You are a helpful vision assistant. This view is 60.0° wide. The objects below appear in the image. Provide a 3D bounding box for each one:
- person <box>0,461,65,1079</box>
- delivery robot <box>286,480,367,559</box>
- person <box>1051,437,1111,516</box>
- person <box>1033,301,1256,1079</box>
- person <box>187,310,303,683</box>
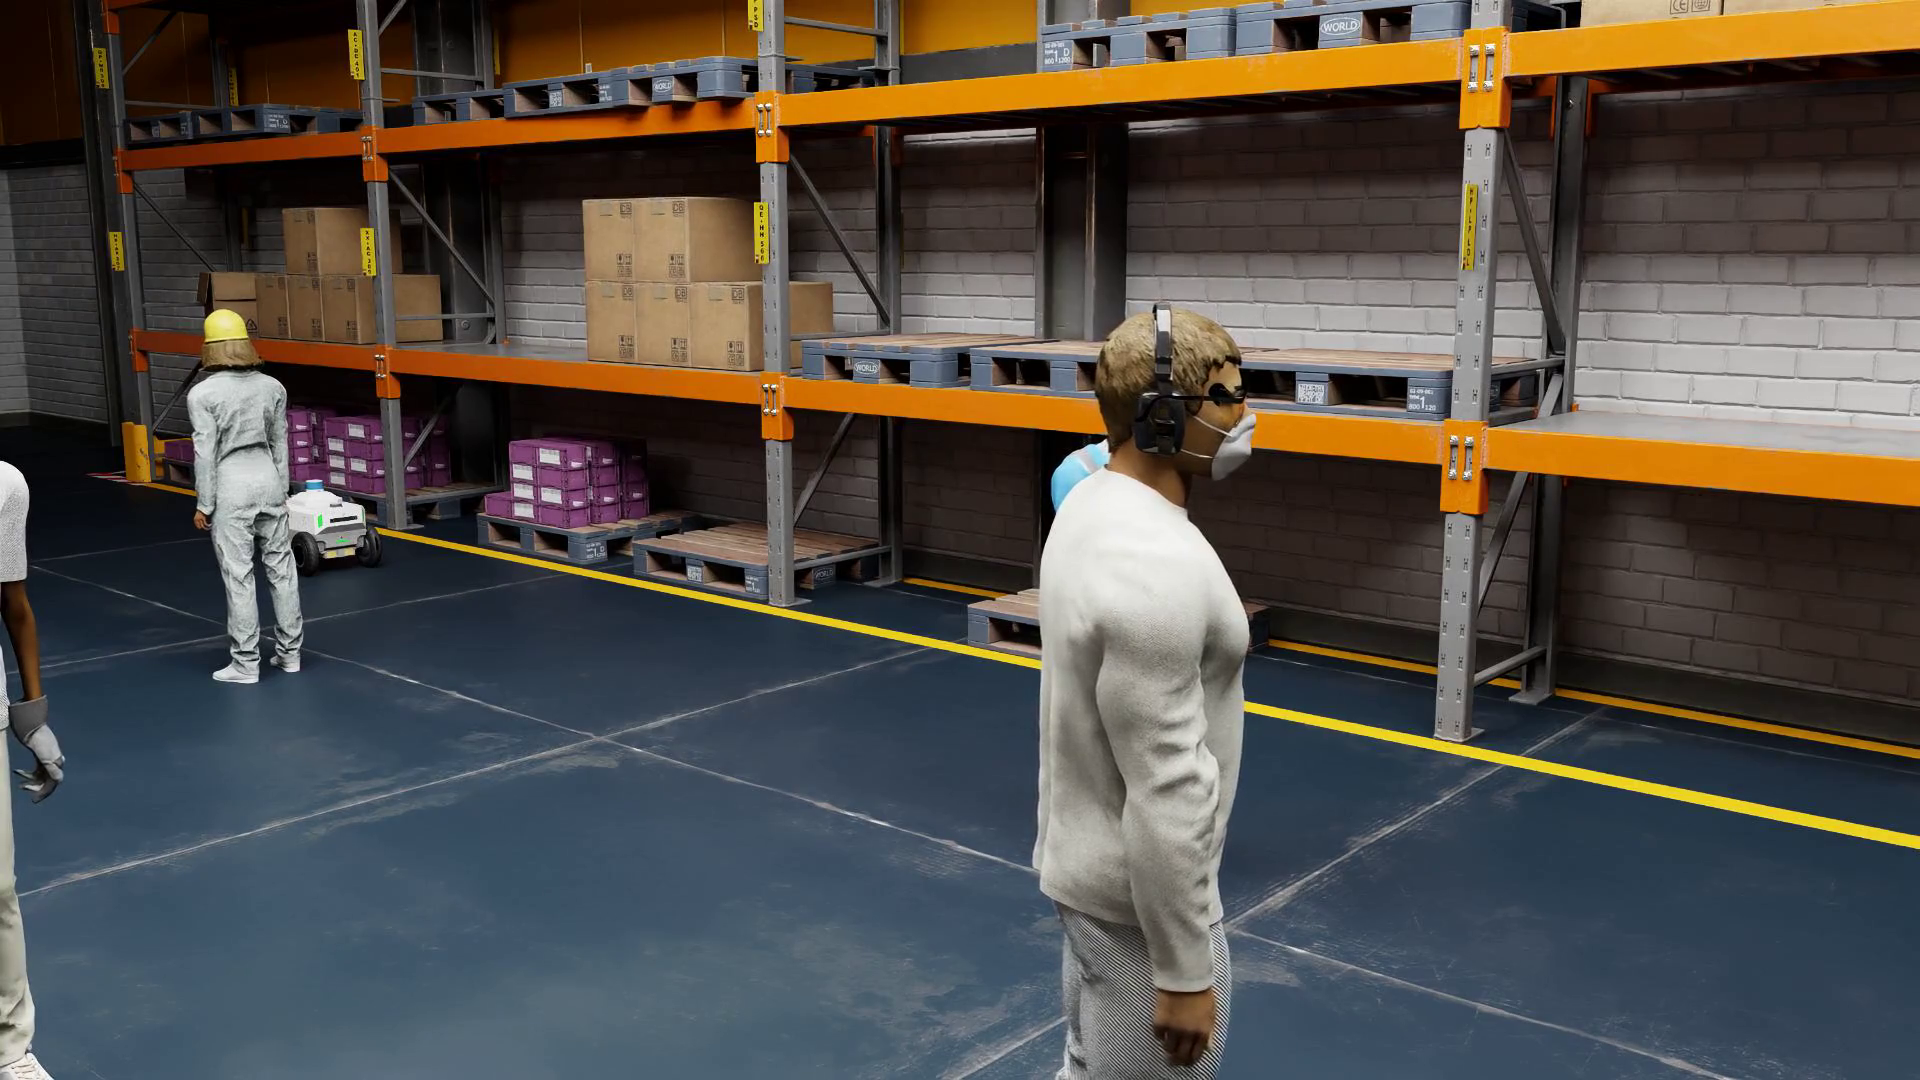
[{"bbox_3d":[-2.306,0.449,3.740,0.328,1.862,0.515,10,14,44],"label":"person"},{"bbox_3d":[-4.077,-0.140,10.537,0.707,0.478,0.477,9,13,41],"label":"delivery robot"},{"bbox_3d":[0.511,0.248,5.354,0.535,1.694,0.321,-8,13,-39],"label":"person"},{"bbox_3d":[0.306,0.587,2.728,0.364,1.939,0.636,-1,10,-5],"label":"person"},{"bbox_3d":[-3.362,-0.200,7.783,0.313,1.739,0.484,7,12,34],"label":"person"}]
